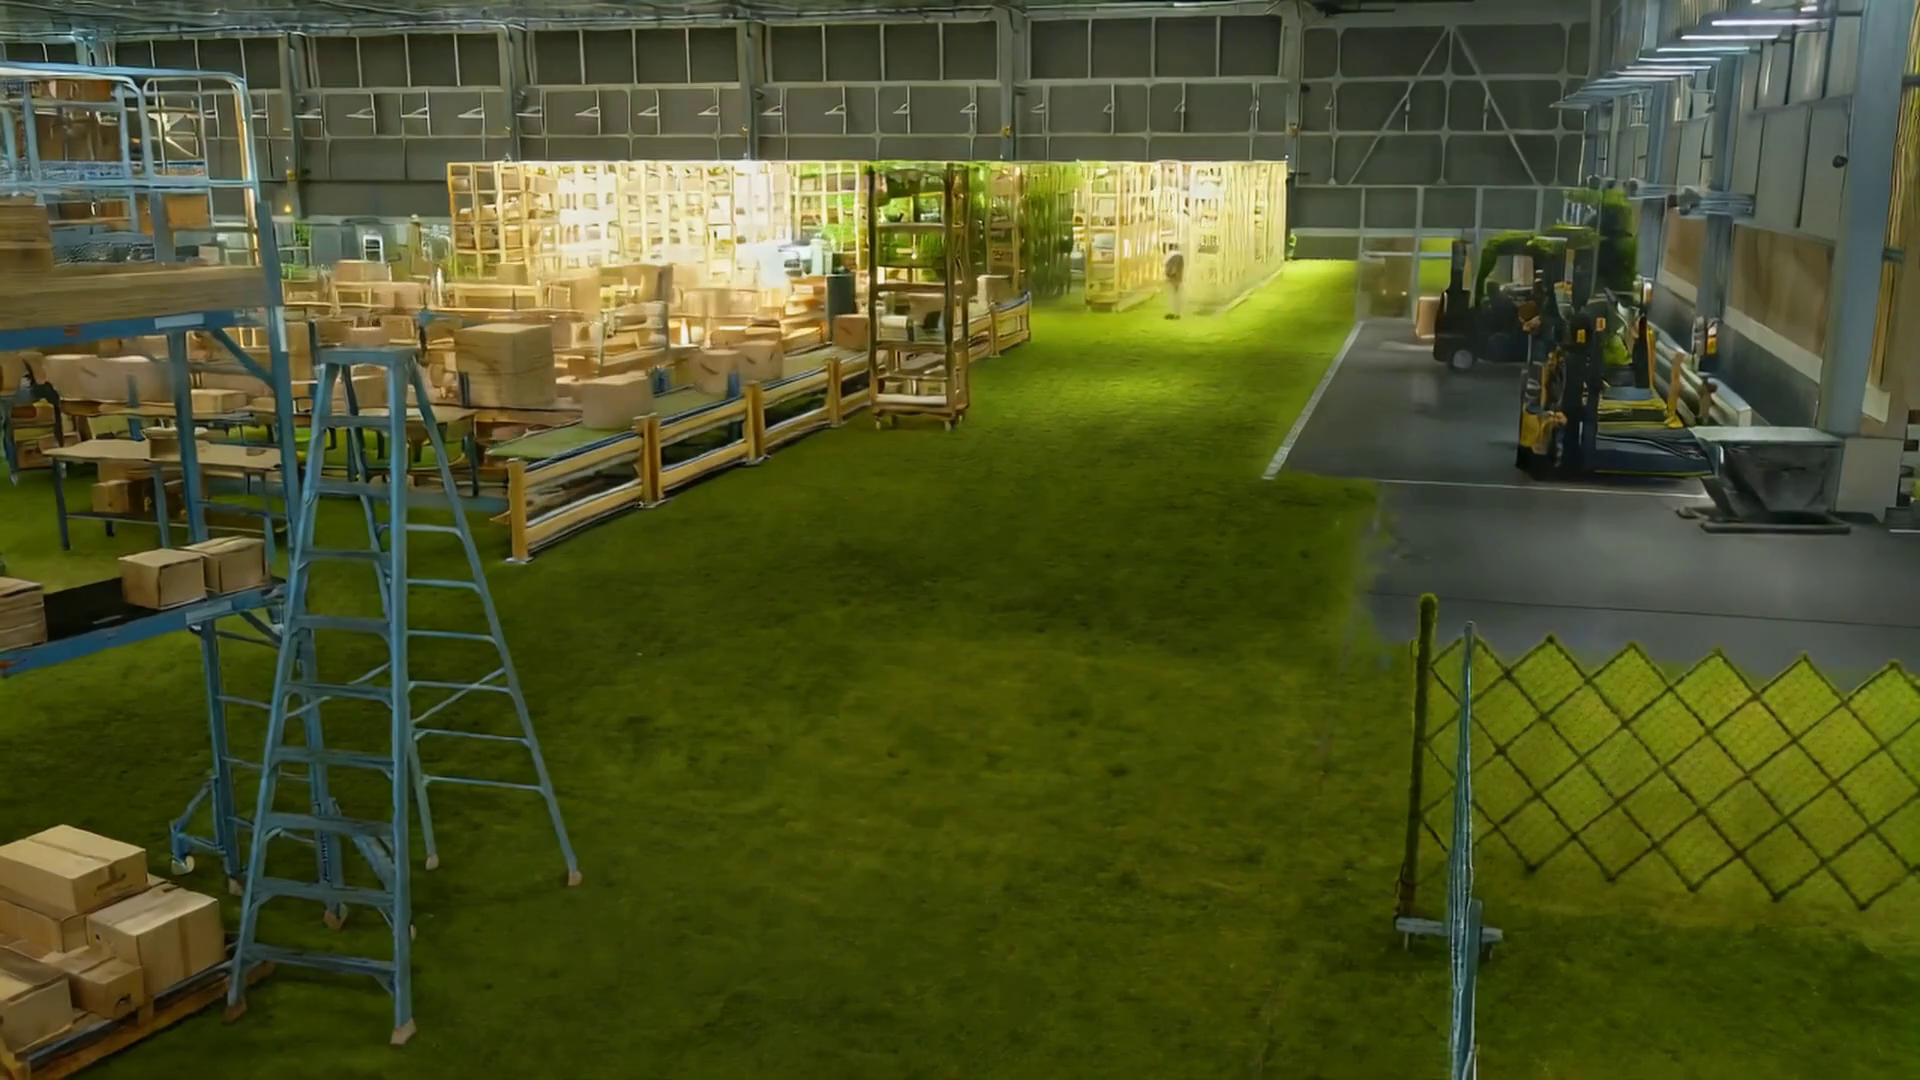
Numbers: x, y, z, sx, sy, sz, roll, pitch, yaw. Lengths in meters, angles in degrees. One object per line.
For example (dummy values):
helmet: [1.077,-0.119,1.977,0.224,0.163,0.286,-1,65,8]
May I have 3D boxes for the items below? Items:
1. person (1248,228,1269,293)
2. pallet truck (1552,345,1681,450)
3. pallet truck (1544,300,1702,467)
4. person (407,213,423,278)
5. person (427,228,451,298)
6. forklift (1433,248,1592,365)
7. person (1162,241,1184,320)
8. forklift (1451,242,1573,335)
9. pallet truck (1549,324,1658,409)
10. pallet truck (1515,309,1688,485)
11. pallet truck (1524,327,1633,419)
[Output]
person: [8.094,-7.771,46.196,0.945,1.807,0.580,3,13,12]
pallet truck: [8.641,-1.896,21.908,1.630,1.274,0.653,4,14,16]
pallet truck: [8.263,-1.952,20.631,1.885,1.965,0.823,5,14,20]
person: [-16.995,-9.164,51.797,0.397,1.994,0.614,-7,15,-28]
person: [-13.963,-7.423,44.604,0.644,1.853,1.043,-6,14,-23]
forklift: [9.780,-4.111,29.280,2.680,1.987,1.157,3,13,14]
person: [4.893,-5.968,38.368,0.545,1.810,0.617,-5,14,-19]
forklift: [10.464,-4.597,31.405,2.680,1.987,1.157,4,14,16]
pallet truck: [9.824,-2.669,25.407,1.601,1.201,0.680,4,14,16]
pallet truck: [7.554,-1.677,19.446,1.885,1.965,0.823,3,13,14]
pallet truck: [9.065,-2.460,24.370,1.522,1.261,0.704,3,13,14]
